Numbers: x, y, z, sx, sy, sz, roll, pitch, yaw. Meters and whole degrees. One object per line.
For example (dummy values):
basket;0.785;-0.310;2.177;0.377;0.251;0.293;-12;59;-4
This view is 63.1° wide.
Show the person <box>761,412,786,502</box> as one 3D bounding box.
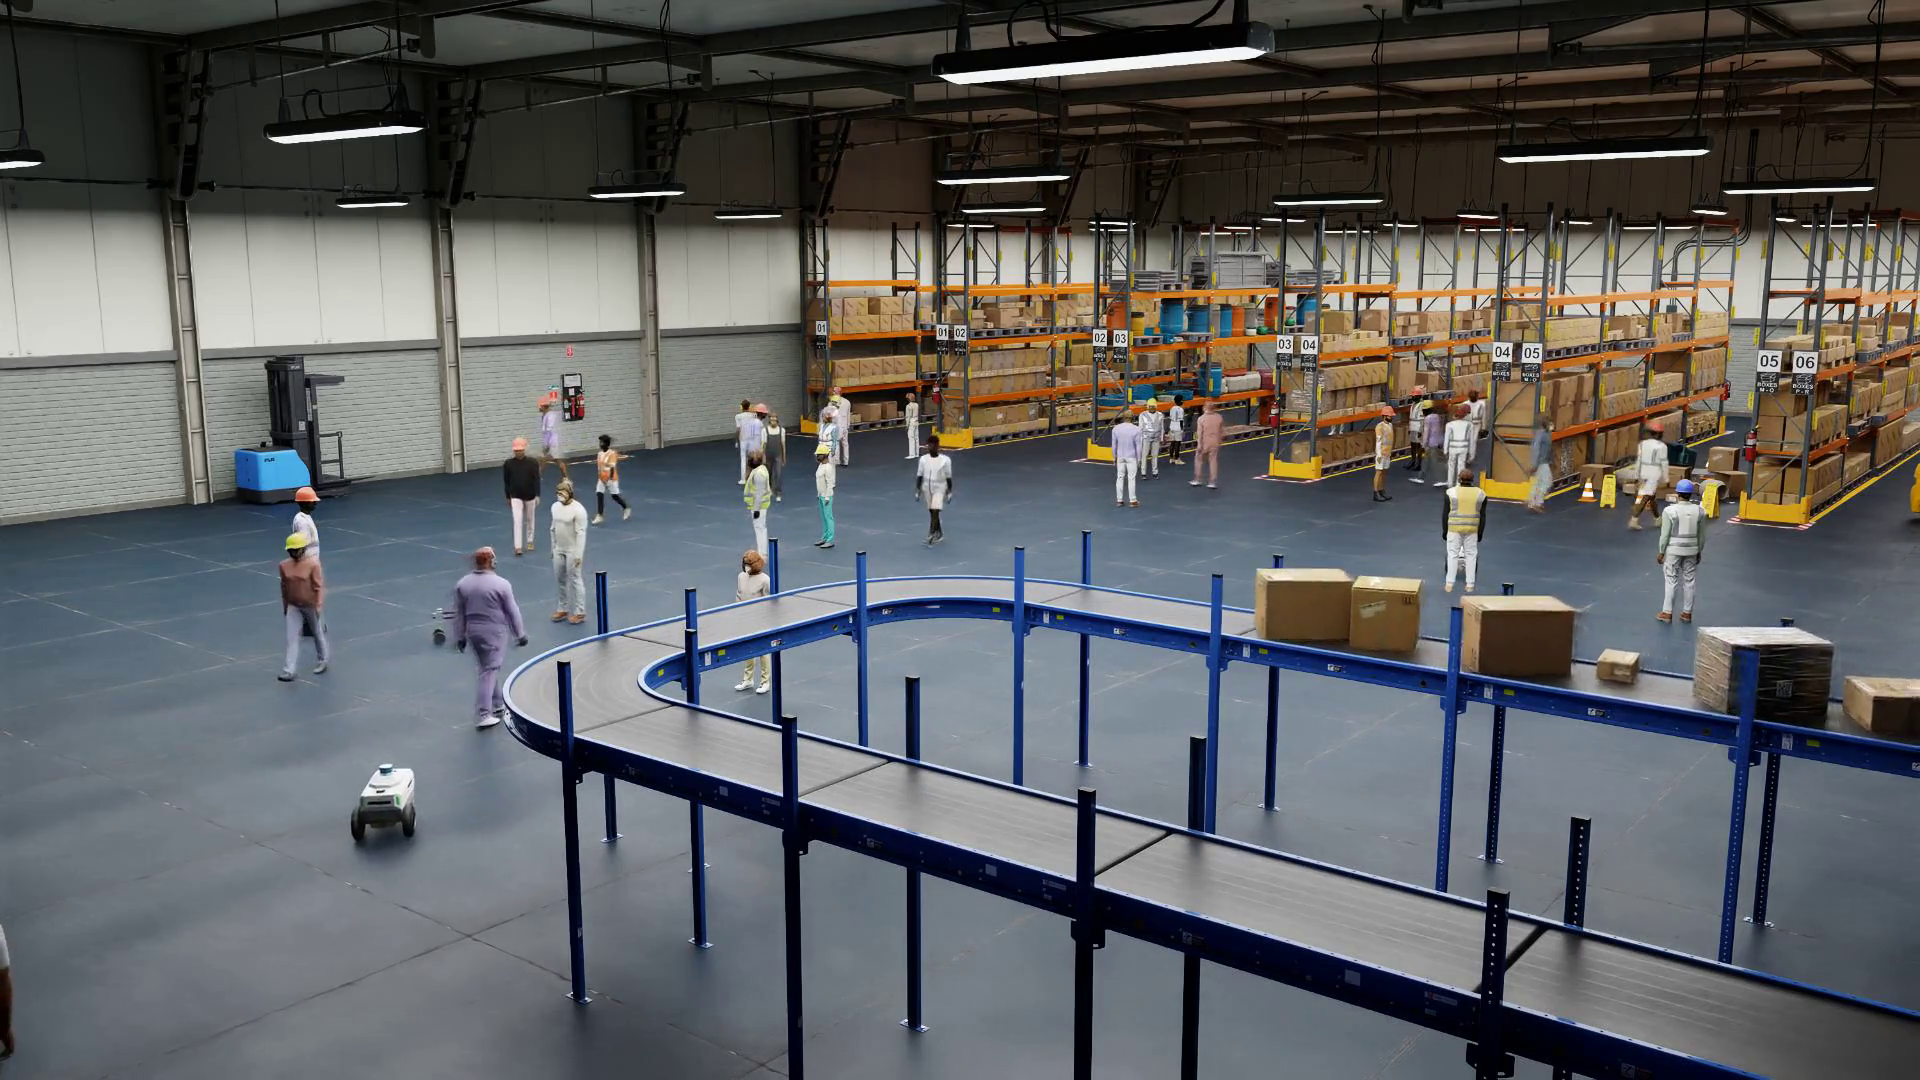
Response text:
person;-3.828;-1.724;32.065;0.515;1.824;0.805;-2;10;-12

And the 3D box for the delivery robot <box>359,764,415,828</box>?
delivery robot;-4.939;2.179;13.492;0.477;0.478;0.707;-2;10;-9

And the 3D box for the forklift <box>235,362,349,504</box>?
forklift;-13.803;-2.244;32.110;1.129;2.768;1.873;8;13;37

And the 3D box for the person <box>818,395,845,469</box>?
person;-2.939;-2.479;36.439;0.630;1.773;0.930;9;14;43

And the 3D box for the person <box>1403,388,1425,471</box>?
person;10.670;-2.604;36.667;0.358;1.938;0.548;-3;10;-14

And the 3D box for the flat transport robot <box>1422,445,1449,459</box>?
flat transport robot;12.049;-2.200;39.203;0.652;0.197;1.431;7;13;36

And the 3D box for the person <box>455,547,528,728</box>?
person;-4.925;0.997;16.598;0.656;1.869;0.914;4;11;23

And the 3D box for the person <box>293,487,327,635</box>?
person;-8.539;0.263;20.525;0.370;1.939;0.543;-3;11;-19

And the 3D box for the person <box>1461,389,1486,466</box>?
person;12.368;-2.736;37.708;0.602;1.856;0.927;5;11;27

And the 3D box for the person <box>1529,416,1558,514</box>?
person;11.308;-1.450;30.249;0.576;1.915;0.645;6;12;30

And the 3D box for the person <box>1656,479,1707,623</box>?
person;9.747;0.146;21.156;0.615;1.947;0.388;0;10;-3

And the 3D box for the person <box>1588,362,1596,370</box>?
person;19.376;-4.532;47.836;0.649;1.821;0.660;5;11;26

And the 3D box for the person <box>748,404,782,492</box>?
person;-4.124;-1.917;32.919;0.854;1.899;0.547;-3;10;-15

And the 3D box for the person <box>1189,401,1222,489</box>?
person;5.315;-2.071;33.859;0.651;1.875;0.871;-3;11;-19

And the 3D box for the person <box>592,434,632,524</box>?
person;-6.540;-1.151;29.222;0.531;1.673;0.761;8;13;37

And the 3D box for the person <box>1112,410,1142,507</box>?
person;3.327;-1.629;31.179;0.629;1.940;0.379;5;11;28

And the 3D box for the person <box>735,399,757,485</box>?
person;-4.690;-2.158;34.359;0.531;1.867;0.317;-5;11;-25

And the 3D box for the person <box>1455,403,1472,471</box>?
person;11.564;-2.350;36.100;0.475;1.617;0.538;-4;11;-20

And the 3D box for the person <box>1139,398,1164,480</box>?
person;4.298;-2.270;35.113;0.595;1.826;0.412;-2;10;-9

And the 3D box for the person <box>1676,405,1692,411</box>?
person;21.563;-4.310;46.366;0.813;1.912;0.540;6;12;30

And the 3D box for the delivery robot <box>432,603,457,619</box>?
delivery robot;-6.444;0.861;20.180;0.698;0.223;0.335;-4;11;-22

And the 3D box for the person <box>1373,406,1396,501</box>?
person;8.695;-1.774;31.994;0.372;1.939;0.544;9;14;42

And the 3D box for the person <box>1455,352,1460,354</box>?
person;16.901;-5.490;53.270;0.436;1.813;0.595;-7;12;-35

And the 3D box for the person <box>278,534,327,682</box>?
person;-7.678;0.776;18.241;0.545;1.711;0.898;1;10;3

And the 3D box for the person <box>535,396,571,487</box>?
person;-8.892;-2.088;33.636;1.066;1.983;0.631;-7;12;-35

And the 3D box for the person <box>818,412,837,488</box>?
person;-2.860;-1.938;33.751;0.514;1.642;0.310;9;14;42

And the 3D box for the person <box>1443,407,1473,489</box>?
person;10.414;-1.860;32.749;0.575;1.830;0.993;3;10;15

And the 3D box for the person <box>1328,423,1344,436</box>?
person;10.625;-3.856;43.900;0.519;1.874;0.326;7;12;35

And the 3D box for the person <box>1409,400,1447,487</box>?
person;10.212;-2.099;33.998;0.941;1.876;0.593;6;12;32

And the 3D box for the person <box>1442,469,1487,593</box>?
person;7.431;-0.139;23.108;0.618;1.836;0.431;1;10;6

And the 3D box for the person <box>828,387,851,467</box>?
person;-2.908;-2.690;37.240;0.641;1.910;0.401;-8;13;-39

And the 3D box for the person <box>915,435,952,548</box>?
person;-0.460;-0.851;26.916;0.606;1.909;1.046;5;11;27

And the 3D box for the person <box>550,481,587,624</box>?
person;-5.293;0.154;21.151;0.643;1.934;0.377;7;12;35

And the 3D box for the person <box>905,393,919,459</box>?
person;-1.187;-2.827;38.764;0.311;1.639;0.512;6;11;29

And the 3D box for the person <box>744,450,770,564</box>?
person;-3.280;-0.536;25.306;0.429;1.839;0.633;-1;10;-5

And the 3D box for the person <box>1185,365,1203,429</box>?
person;6.676;-3.981;44.407;0.610;1.938;1.025;6;12;29

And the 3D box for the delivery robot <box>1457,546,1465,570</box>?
delivery robot;7.841;0.240;24.405;0.477;0.478;0.707;3;10;14

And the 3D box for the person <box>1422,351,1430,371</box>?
person;16.216;-5.582;53.804;1.164;1.819;0.604;4;11;23

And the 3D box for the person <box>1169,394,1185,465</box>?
person;5.225;-2.660;37.652;0.322;1.699;0.536;-4;11;-20

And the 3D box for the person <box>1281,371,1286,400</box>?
person;10.494;-5.037;50.550;0.991;1.881;0.583;-4;11;-24

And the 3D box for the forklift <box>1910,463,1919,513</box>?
forklift;19.034;-1.348;28.998;2.313;2.155;1.214;8;13;37

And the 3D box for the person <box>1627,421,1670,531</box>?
person;12.586;-1.170;28.473;1.067;1.991;0.633;-4;11;-19

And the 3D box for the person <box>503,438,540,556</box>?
person;-7.324;-0.740;26.197;0.602;1.942;1.052;-2;10;-11

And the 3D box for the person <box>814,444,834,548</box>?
person;-2.328;-0.754;26.738;0.315;1.770;0.524;-4;11;-22

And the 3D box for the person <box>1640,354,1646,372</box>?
person;21.413;-4.816;48.952;0.378;1.996;0.610;2;10;11

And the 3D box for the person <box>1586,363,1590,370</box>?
person;20.526;-5.040;50.657;0.741;1.847;0.521;-5;11;-25

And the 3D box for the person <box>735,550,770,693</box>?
person;-2.340;0.912;17.734;0.497;1.633;0.289;6;12;32
